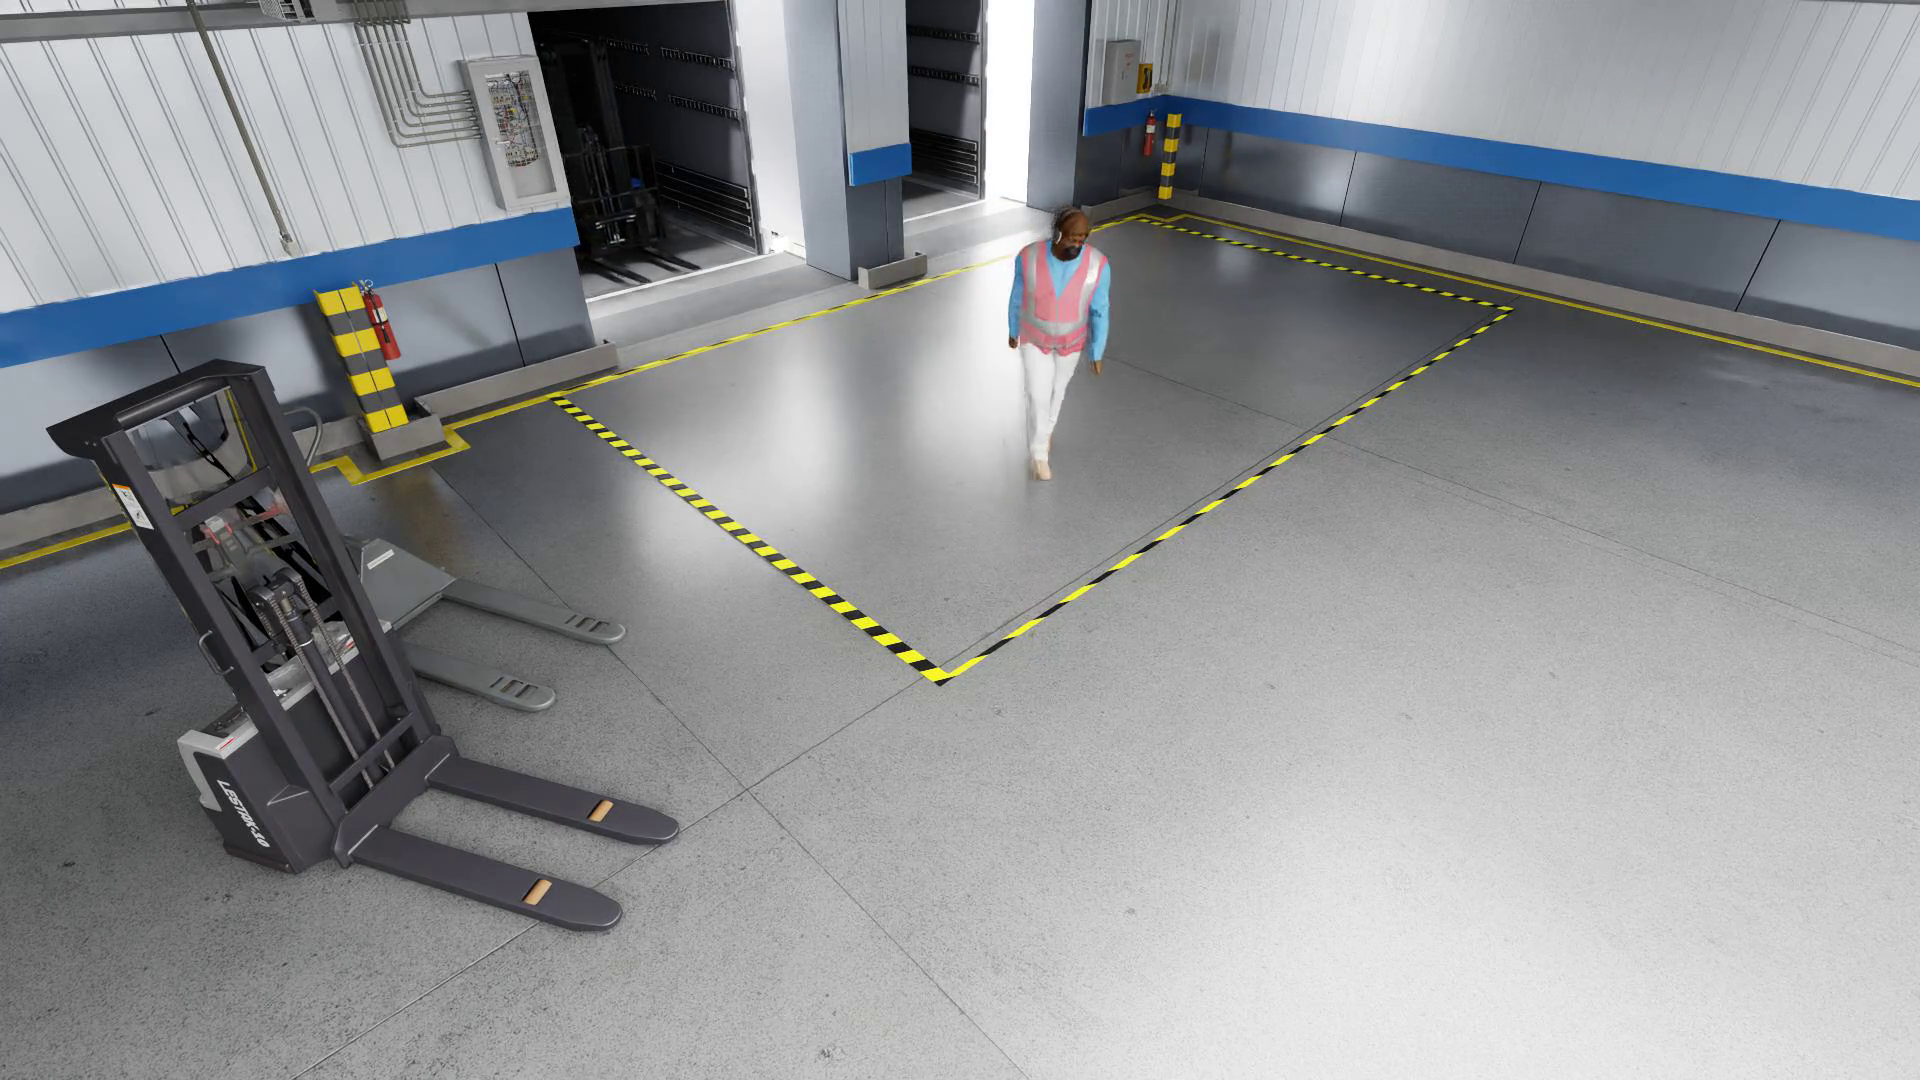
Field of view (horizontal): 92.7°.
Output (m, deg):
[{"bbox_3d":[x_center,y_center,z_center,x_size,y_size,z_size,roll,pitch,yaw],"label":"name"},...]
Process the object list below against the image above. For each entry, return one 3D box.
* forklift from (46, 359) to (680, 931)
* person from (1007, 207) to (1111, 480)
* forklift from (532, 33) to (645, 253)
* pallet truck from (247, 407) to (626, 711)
[{"bbox_3d":[-2.135,0.422,3.354,1.885,1.965,0.823,10,35,14],"label":"forklift"},{"bbox_3d":[0.636,-1.301,6.070,0.646,1.789,0.741,0,34,0],"label":"person"},{"bbox_3d":[-4.651,-4.523,10.301,2.680,2.036,1.157,29,44,36],"label":"forklift"},{"bbox_3d":[-2.628,0.038,4.590,1.601,1.201,0.680,12,36,18],"label":"pallet truck"}]
